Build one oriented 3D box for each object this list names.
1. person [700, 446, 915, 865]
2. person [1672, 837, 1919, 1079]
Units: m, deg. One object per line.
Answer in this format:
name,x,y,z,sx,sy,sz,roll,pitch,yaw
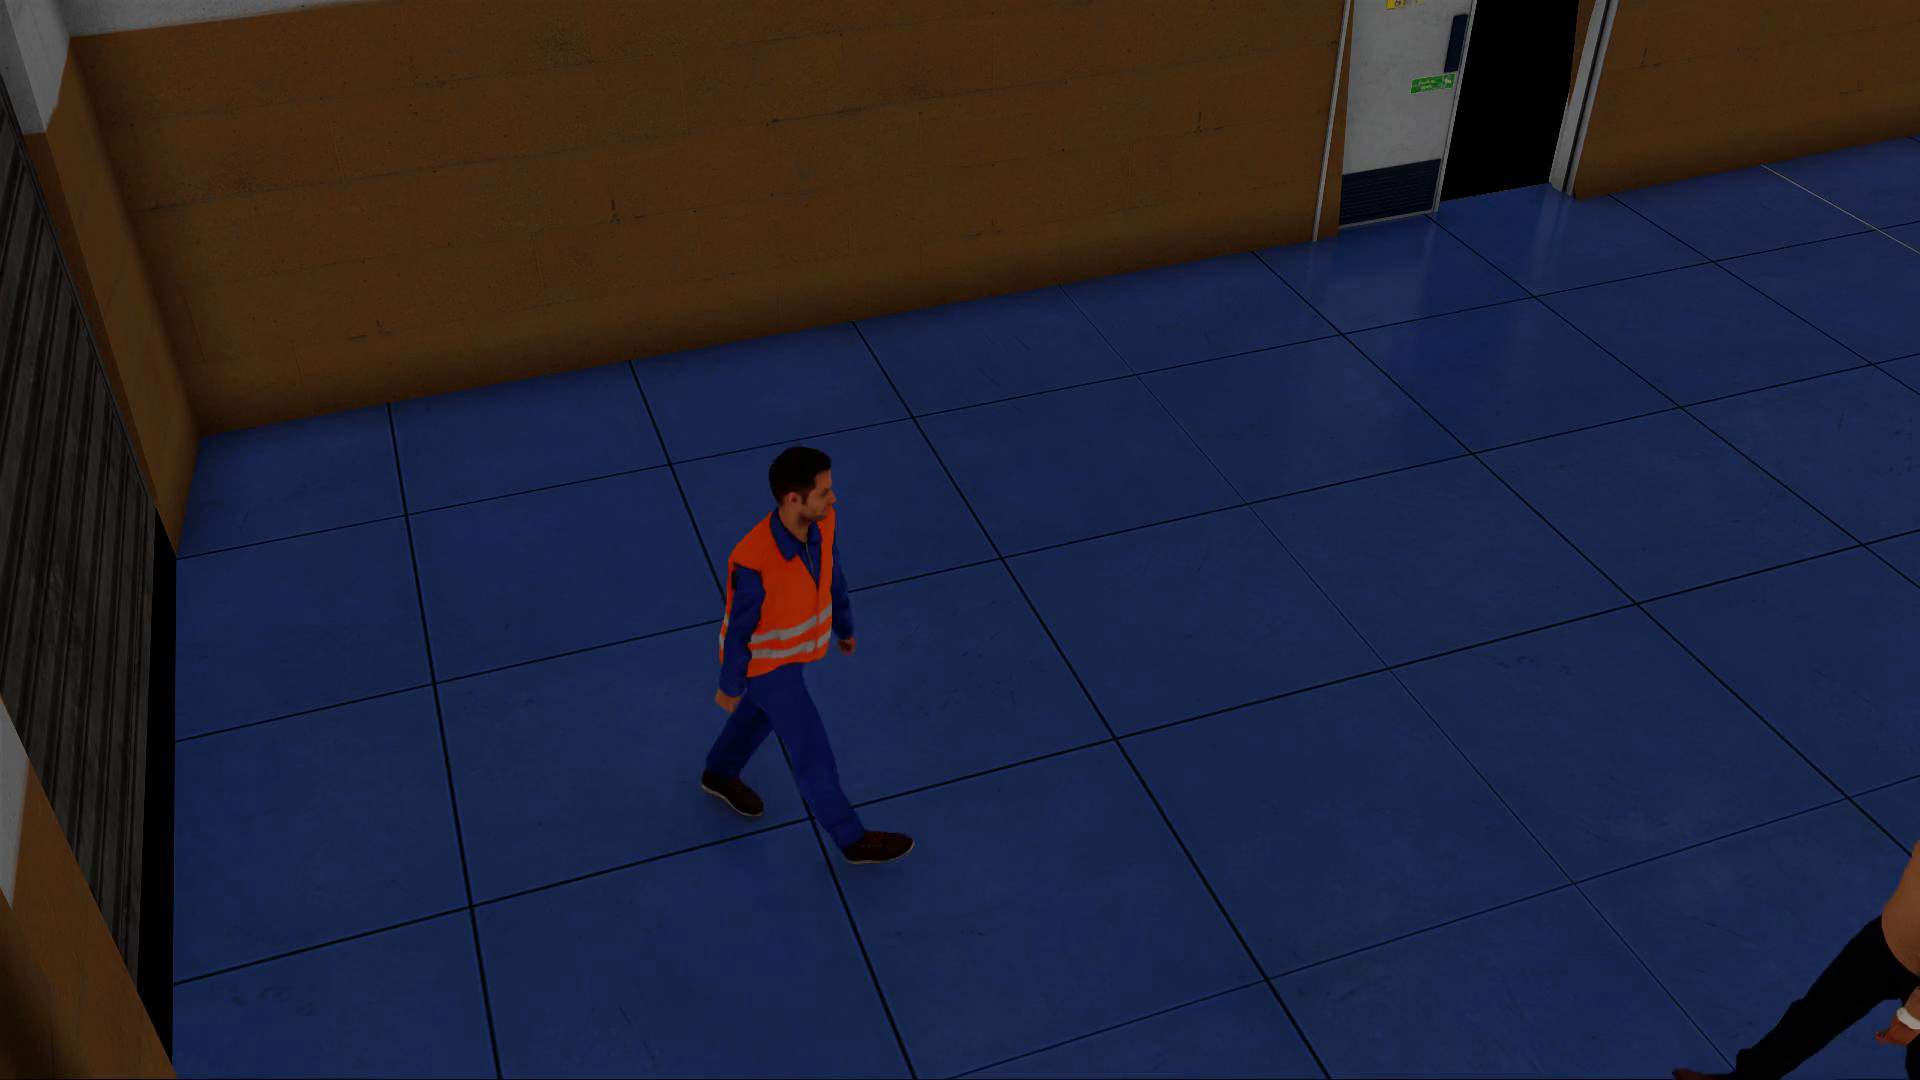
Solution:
person,-0.749,0.419,6.086,1.281,1.806,1.221,19,41,23
person,2.990,1.285,5.005,0.948,1.719,1.096,-1,37,-2
